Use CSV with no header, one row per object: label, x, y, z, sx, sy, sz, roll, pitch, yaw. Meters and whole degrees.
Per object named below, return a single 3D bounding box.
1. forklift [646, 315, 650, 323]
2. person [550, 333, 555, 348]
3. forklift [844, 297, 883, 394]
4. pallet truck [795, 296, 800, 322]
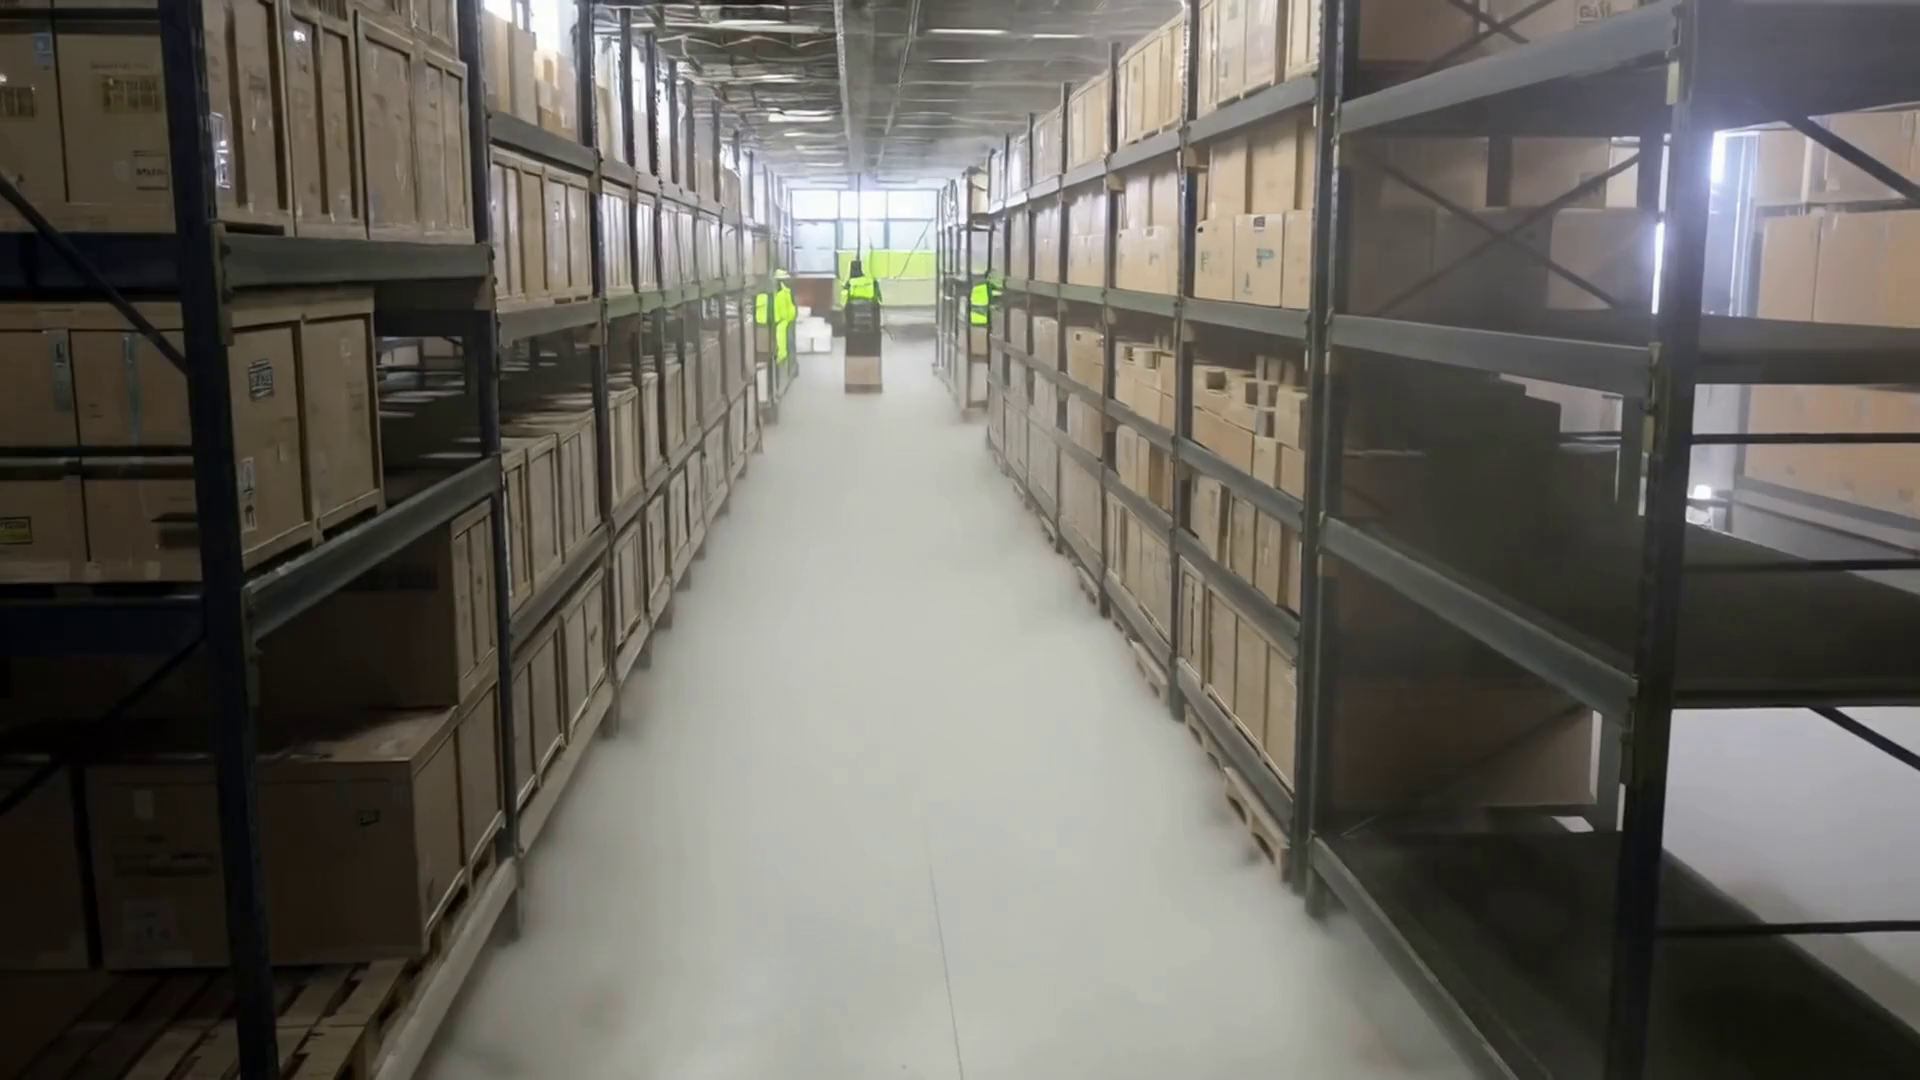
forklift,-10.084,-6.305,52.128,1.129,2.768,1.873,-1,10,-3
person,-10.491,-4.299,42.705,0.627,2.023,0.586,0,10,-3
forklift,-2.826,-5.684,48.421,1.129,2.768,1.873,-1,10,-4
pallet truck,-8.622,-12.439,91.403,1.885,1.965,0.823,2,10,13
